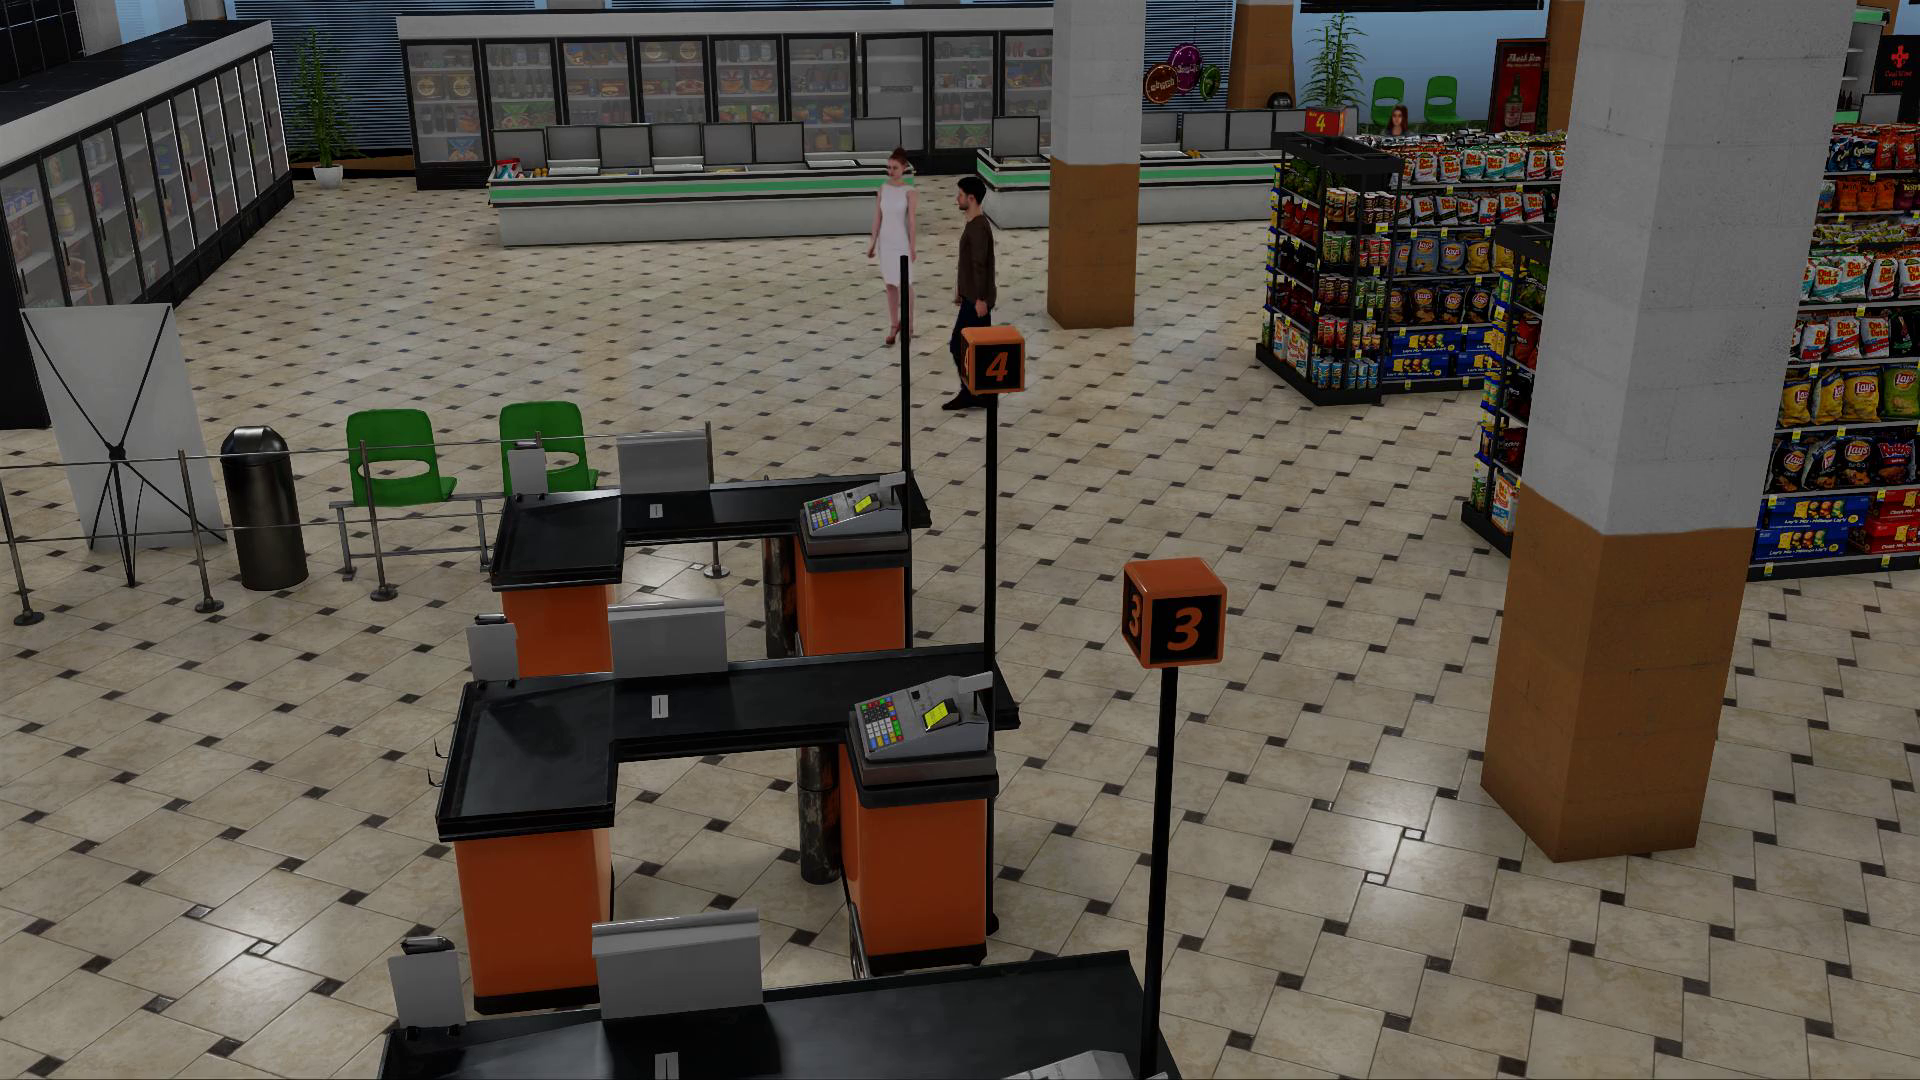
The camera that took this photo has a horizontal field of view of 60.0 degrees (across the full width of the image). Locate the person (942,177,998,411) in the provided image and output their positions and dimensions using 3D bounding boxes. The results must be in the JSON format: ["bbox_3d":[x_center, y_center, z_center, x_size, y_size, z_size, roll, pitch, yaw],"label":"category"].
[{"bbox_3d":[0.217,-1.938,13.246,0.721,1.873,0.709,-1,22,-3],"label":"person"}]

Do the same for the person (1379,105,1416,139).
[{"bbox_3d":[4.899,-4.048,18.749,0.718,1.686,0.788,13,25,29],"label":"person"}]

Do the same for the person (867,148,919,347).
[{"bbox_3d":[-0.562,-2.664,15.156,0.651,1.795,0.718,14,26,30],"label":"person"}]
